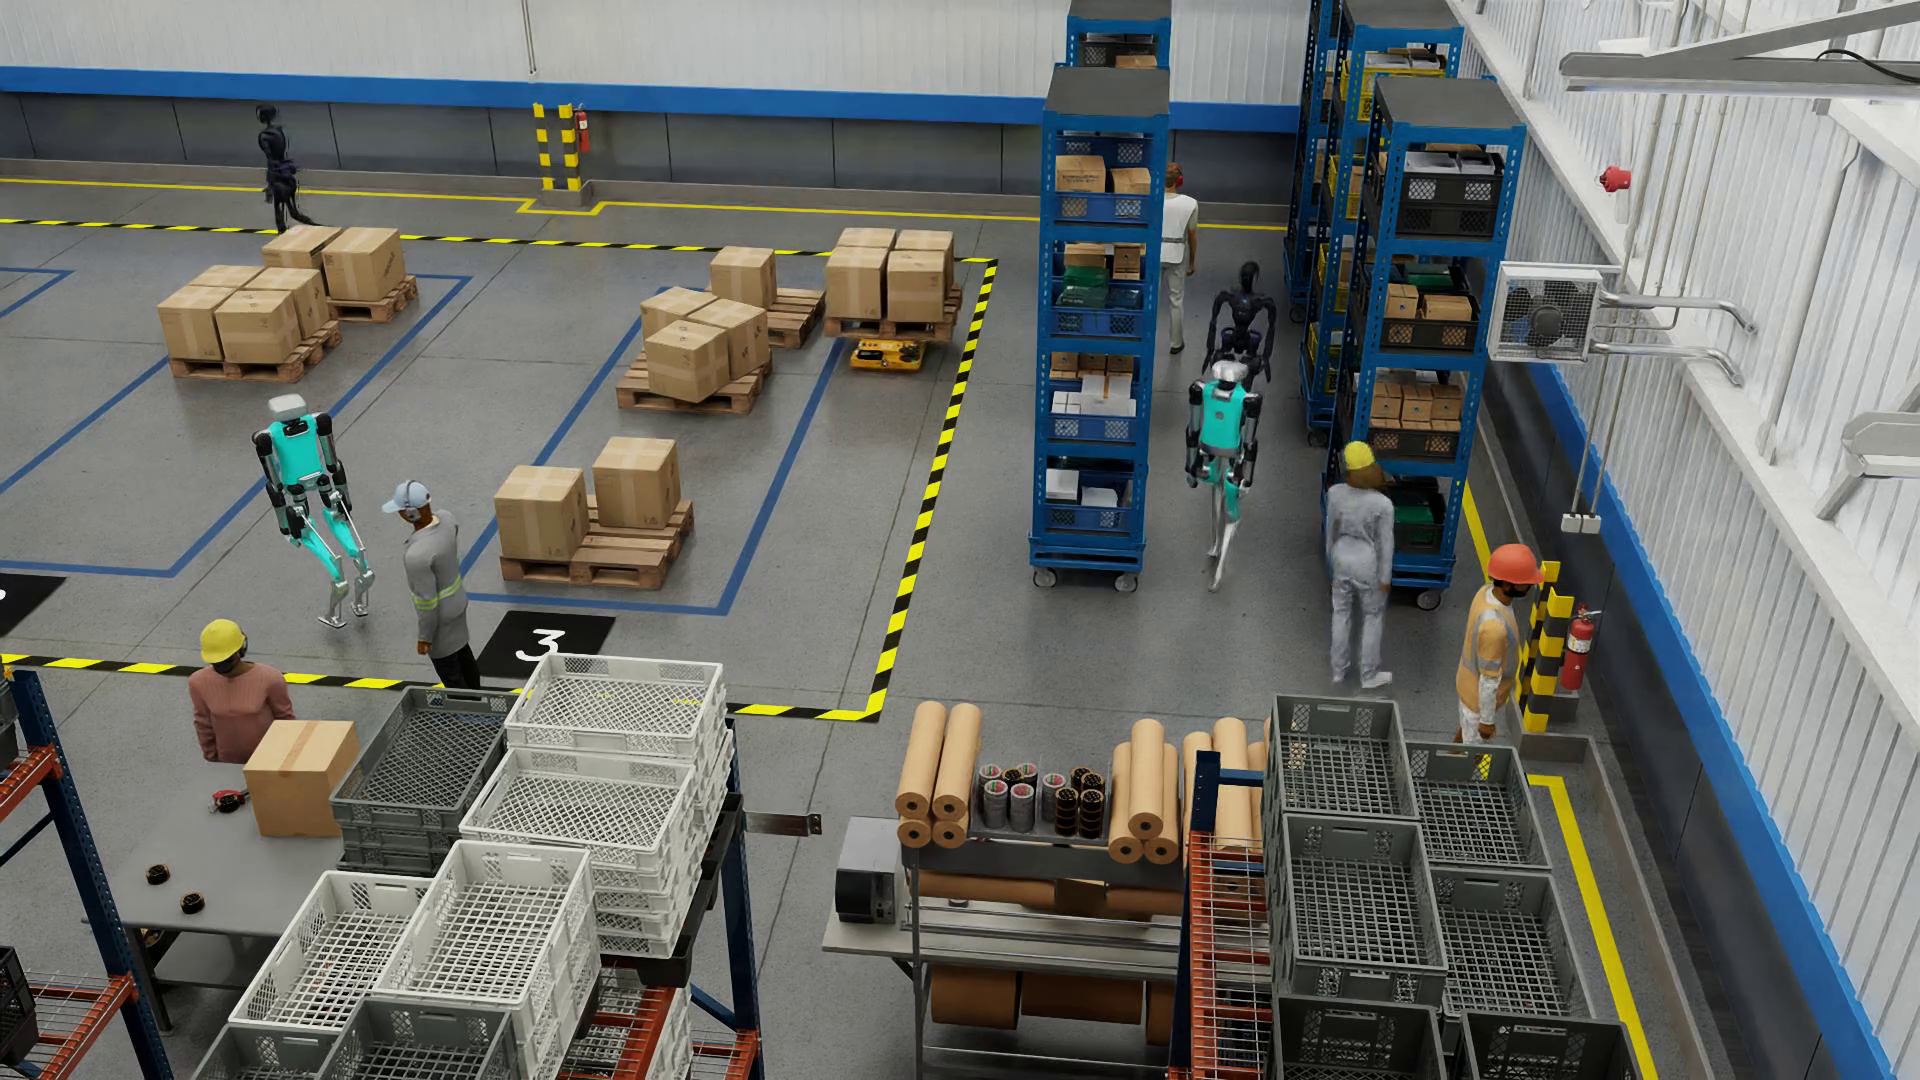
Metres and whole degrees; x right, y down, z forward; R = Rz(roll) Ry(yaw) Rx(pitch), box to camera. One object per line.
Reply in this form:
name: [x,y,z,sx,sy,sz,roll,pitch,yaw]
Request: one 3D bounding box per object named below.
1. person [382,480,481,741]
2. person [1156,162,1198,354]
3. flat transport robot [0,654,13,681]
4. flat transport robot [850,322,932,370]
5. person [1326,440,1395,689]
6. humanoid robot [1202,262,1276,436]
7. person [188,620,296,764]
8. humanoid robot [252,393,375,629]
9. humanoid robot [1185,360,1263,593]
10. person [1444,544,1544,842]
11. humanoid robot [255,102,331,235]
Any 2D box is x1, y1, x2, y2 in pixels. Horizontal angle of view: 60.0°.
person: [-3.258,0.446,10.336,0.388,1.850,0.587,2,30,3]
person: [1.930,-2.621,15.615,0.564,1.837,0.388,5,31,9]
flat transport robot: [-7.142,0.969,11.010,1.431,0.231,0.659,3,30,6]
flat transport robot: [-0.627,-2.044,16.157,0.652,0.197,1.431,3,30,6]
person: [2.627,0.167,10.962,0.586,1.698,0.344,23,37,34]
humanoid robot: [2.349,-1.567,14.008,0.593,1.624,0.783,8,31,13]
person: [-3.885,1.190,9.140,0.524,1.768,0.312,-4,30,-7]
humanoid robot: [-4.314,-0.139,11.319,0.533,1.677,0.735,-26,39,-37]
humanoid robot: [1.946,-0.553,12.153,0.543,1.754,0.934,14,33,23]
person: [3.021,0.866,9.529,0.355,1.938,0.541,6,31,10]
humanoid robot: [-7.284,-3.910,18.001,0.593,1.643,0.594,-3,30,-4]
